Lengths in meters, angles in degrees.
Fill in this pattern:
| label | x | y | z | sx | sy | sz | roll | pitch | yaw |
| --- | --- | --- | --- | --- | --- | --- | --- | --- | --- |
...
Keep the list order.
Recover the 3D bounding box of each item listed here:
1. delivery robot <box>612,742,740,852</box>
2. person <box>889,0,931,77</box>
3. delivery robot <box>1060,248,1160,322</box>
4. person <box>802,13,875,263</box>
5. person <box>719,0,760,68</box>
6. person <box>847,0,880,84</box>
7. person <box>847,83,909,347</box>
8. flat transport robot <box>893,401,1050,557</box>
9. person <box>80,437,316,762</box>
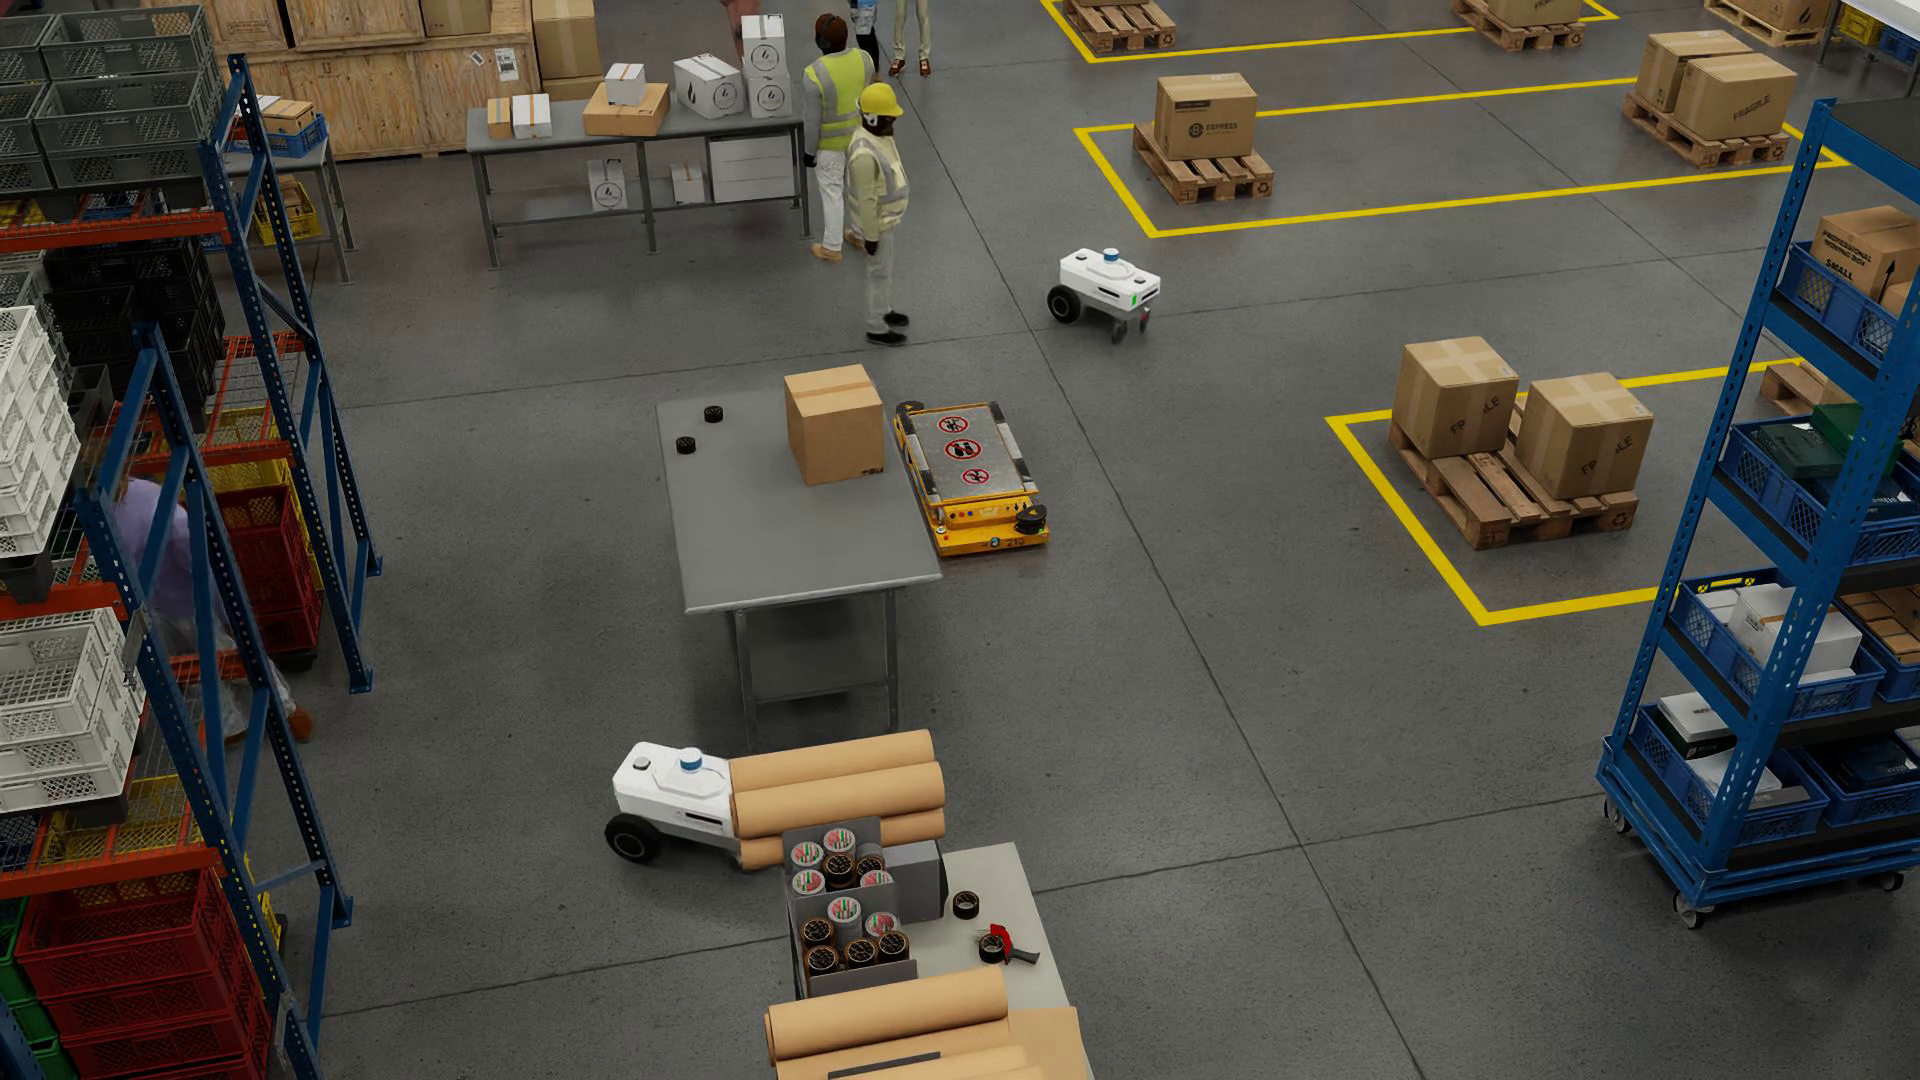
| label | x | y | z | sx | sy | sz | roll | pitch | yaw |
| --- | --- | --- | --- | --- | --- | --- | --- | --- | --- |
| delivery robot | -1.218 | 1.162 | 7.657 | 0.707 | 0.478 | 0.477 | 11 | 38 | 14 |
| person | -0.436 | -5.166 | 15.149 | 0.519 | 1.865 | 0.328 | 4 | 37 | 5 |
| delivery robot | 1.047 | -1.805 | 11.645 | 0.707 | 0.478 | 0.477 | 28 | 45 | 32 |
| person | -0.907 | -2.939 | 12.172 | 0.624 | 1.847 | 0.429 | -30 | 46 | -34 |
| person | -1.906 | -4.579 | 14.326 | 0.403 | 1.904 | 0.651 | -5 | 37 | -7 |
| person | -0.879 | -4.831 | 14.847 | 0.321 | 1.693 | 0.537 | 6 | 37 | 9 |
| person | -0.541 | -2.192 | 11.191 | 0.404 | 1.822 | 0.598 | 4 | 37 | 5 |
| flat transport robot | 0.046 | -0.430 | 10.108 | 0.652 | 0.197 | 1.431 | -8 | 37 | -10 |
| person | -3.628 | 0.251 | 7.850 | 0.700 | 1.894 | 0.636 | 17 | 40 | 21 |
